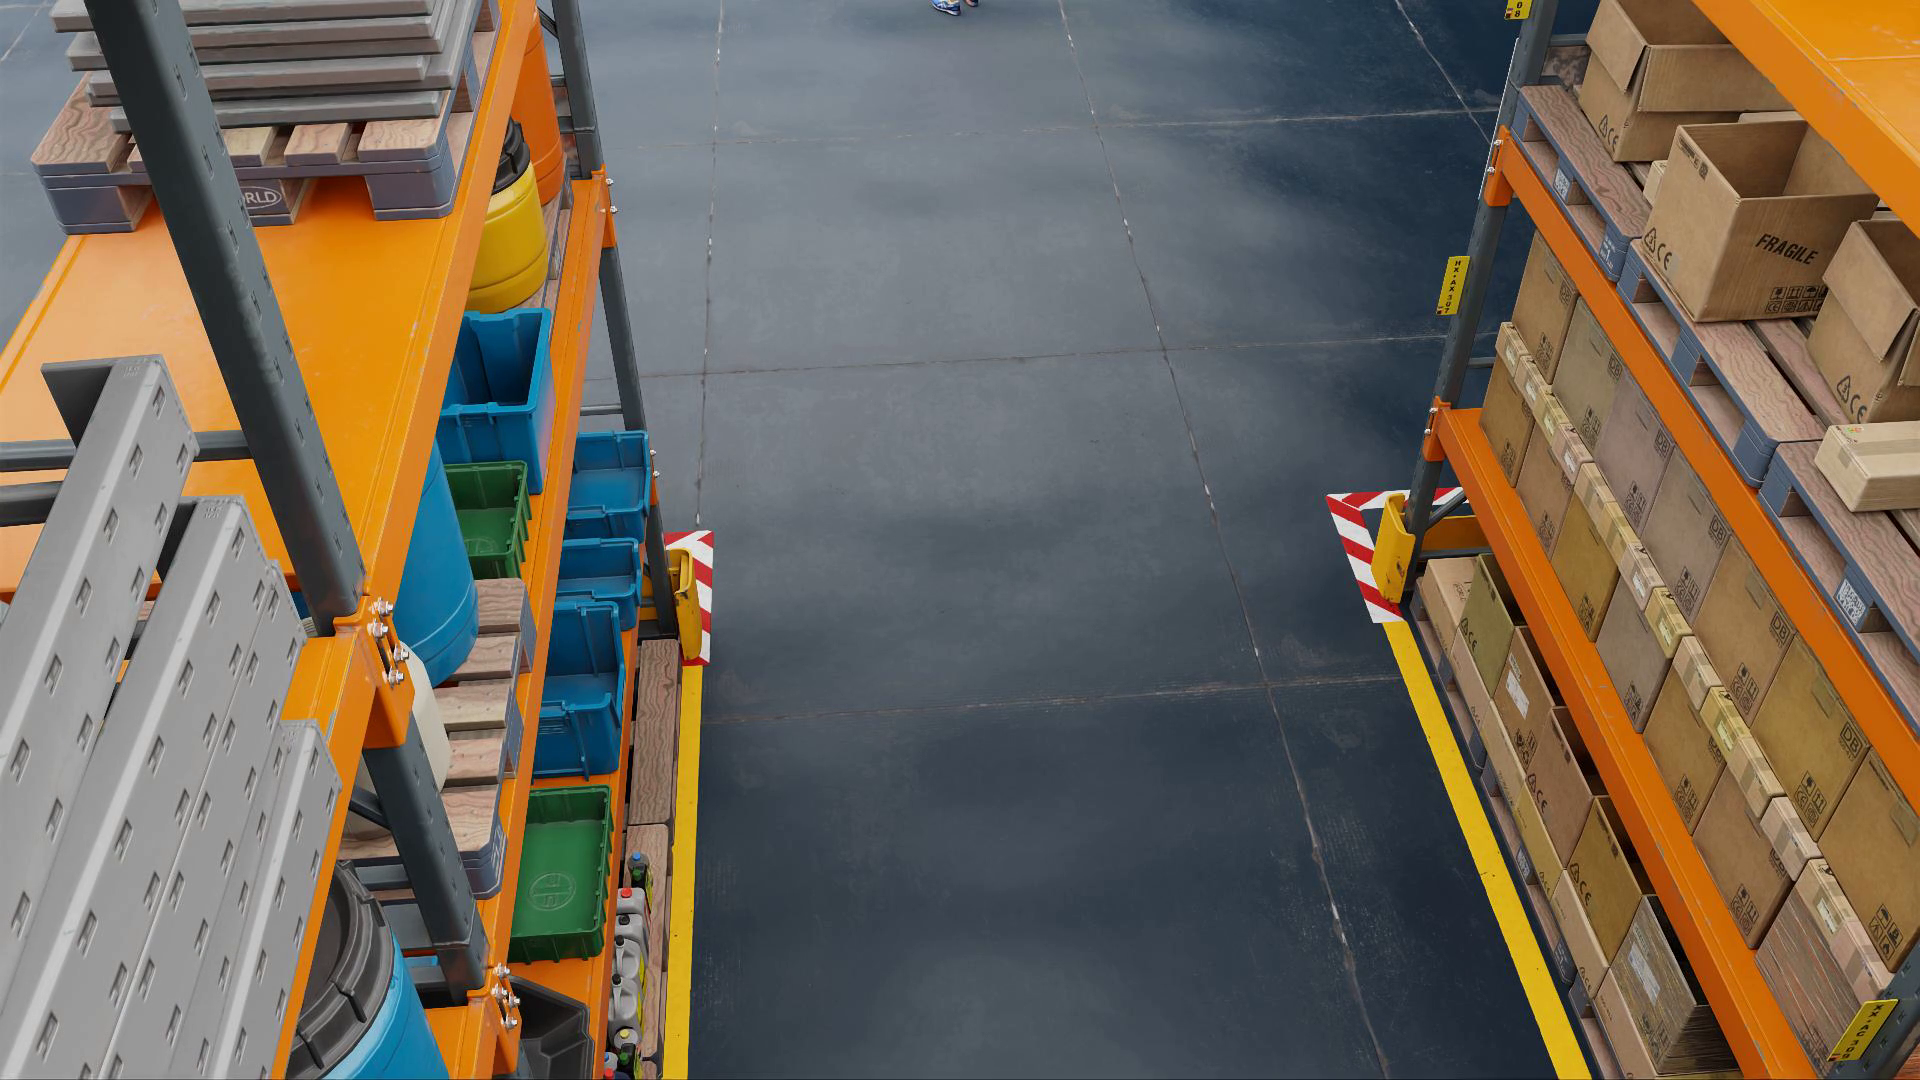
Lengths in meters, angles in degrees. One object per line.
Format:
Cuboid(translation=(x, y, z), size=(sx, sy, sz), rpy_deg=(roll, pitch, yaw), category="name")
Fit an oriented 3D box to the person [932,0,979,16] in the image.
Cuboid(translation=(-0.006, -5.420, 14.103), size=(0.706, 1.869, 0.745), rpy_deg=(-32, 51, -30), category="person")
